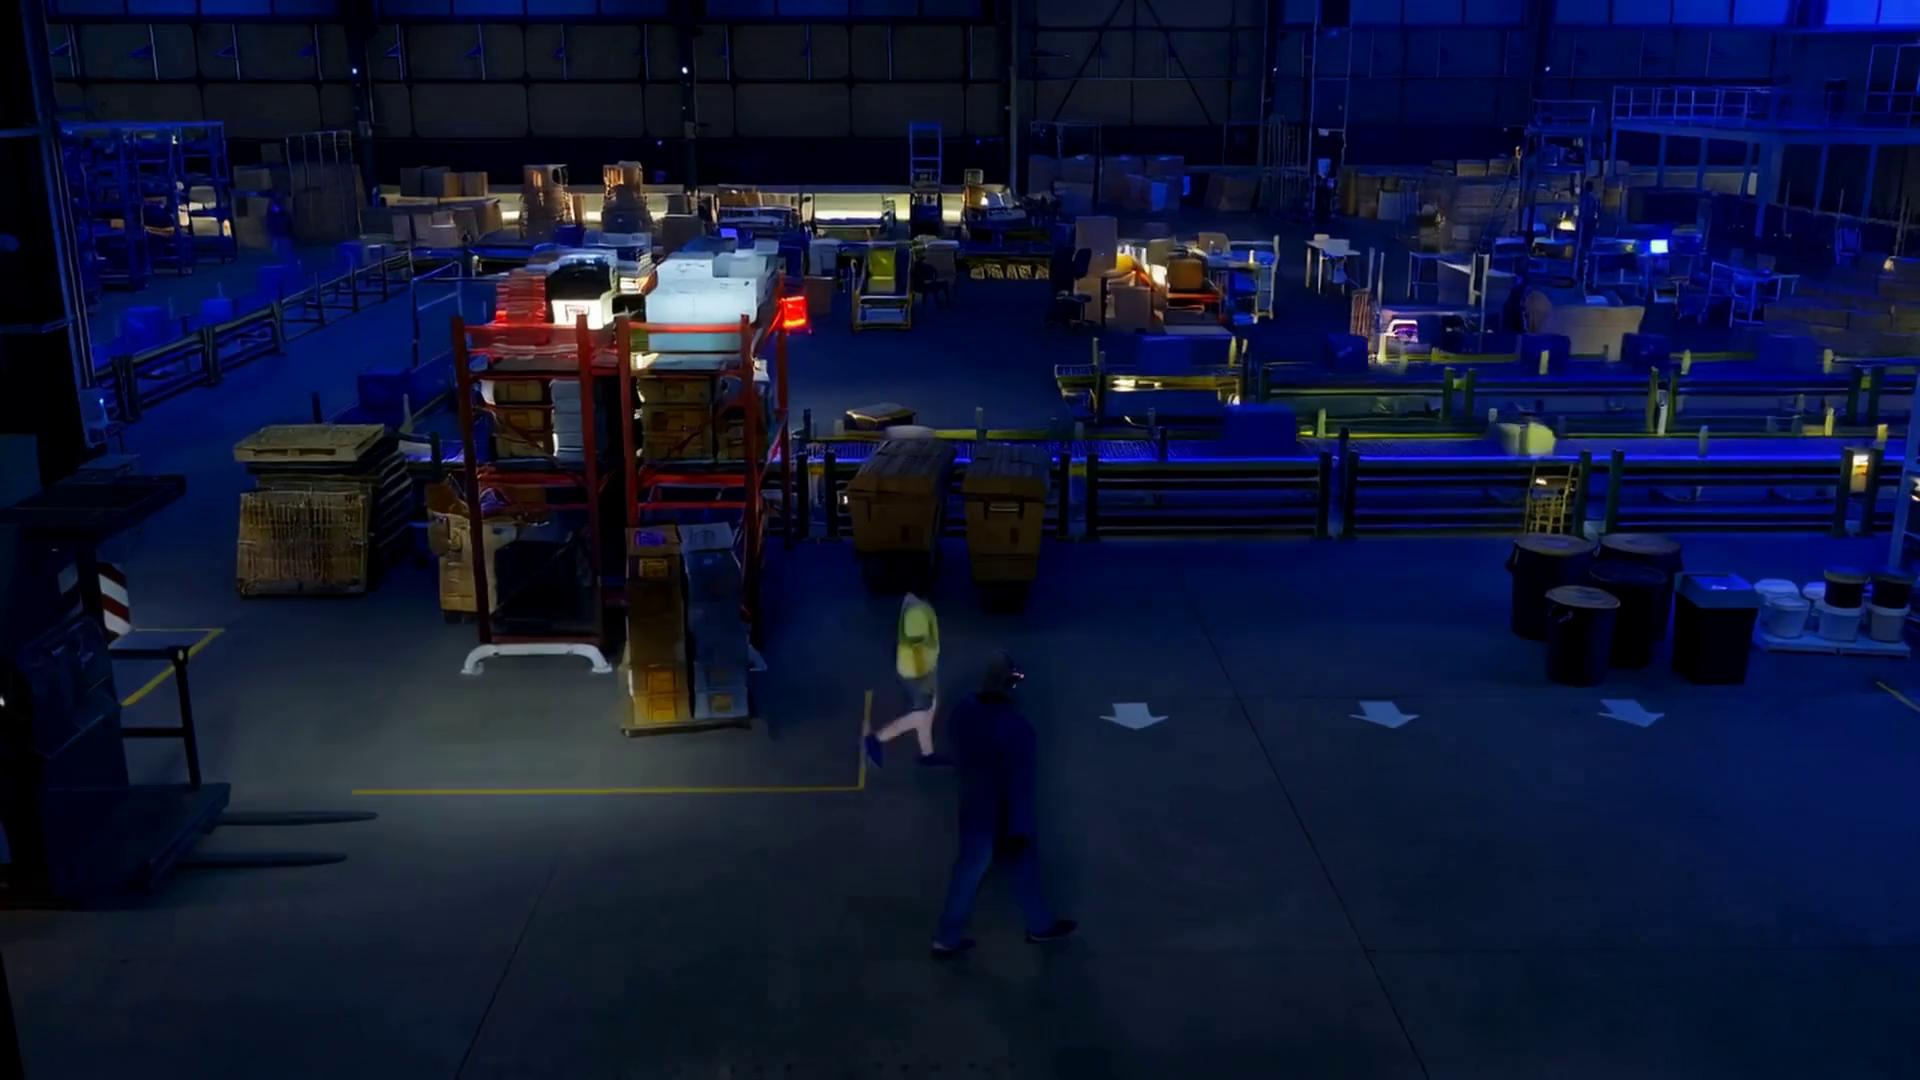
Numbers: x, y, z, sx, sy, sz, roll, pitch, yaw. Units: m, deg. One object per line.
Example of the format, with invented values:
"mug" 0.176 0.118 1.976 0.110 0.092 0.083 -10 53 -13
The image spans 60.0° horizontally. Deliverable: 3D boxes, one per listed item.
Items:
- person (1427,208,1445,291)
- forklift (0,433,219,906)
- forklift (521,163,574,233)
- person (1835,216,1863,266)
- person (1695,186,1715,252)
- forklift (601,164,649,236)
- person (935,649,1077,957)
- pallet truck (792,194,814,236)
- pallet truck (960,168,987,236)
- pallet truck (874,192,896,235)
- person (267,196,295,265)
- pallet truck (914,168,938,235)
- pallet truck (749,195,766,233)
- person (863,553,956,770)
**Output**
"person" 10.875 -6.638 37.979 0.334 1.859 0.534 3 16 11
"forklift" -5.952 0.780 10.366 1.873 2.768 1.129 0 16 -1
"forklift" -12.233 -10.122 49.298 1.157 1.987 2.680 0 16 -1
"person" 19.345 -6.145 36.323 0.583 1.837 0.999 0 16 2
"person" 20.516 -8.836 45.775 0.324 1.767 0.533 -11 19 -33
"forklift" -9.948 -10.127 49.296 1.157 1.987 2.680 -1 16 -3
"person" 0.227 1.517 9.624 0.901 1.865 0.653 -12 20 -36
"pallet truck" -4.814 -9.883 50.259 0.704 1.261 1.522 -1 16 -3
"pallet truck" 0.383 -10.230 50.206 0.823 1.965 1.885 -1 16 -3
"pallet truck" -2.277 -9.986 50.594 0.653 1.274 1.630 0 16 -1
"person" -16.262 -7.203 39.713 0.651 1.975 0.670 3 16 10
"pallet truck" -0.989 -10.316 50.507 0.823 1.965 1.885 1 16 3
"pallet truck" -6.051 -9.967 50.660 0.680 1.201 1.601 0 16 -1
"person" -0.361 0.906 12.049 0.594 1.681 0.543 1 16 4
